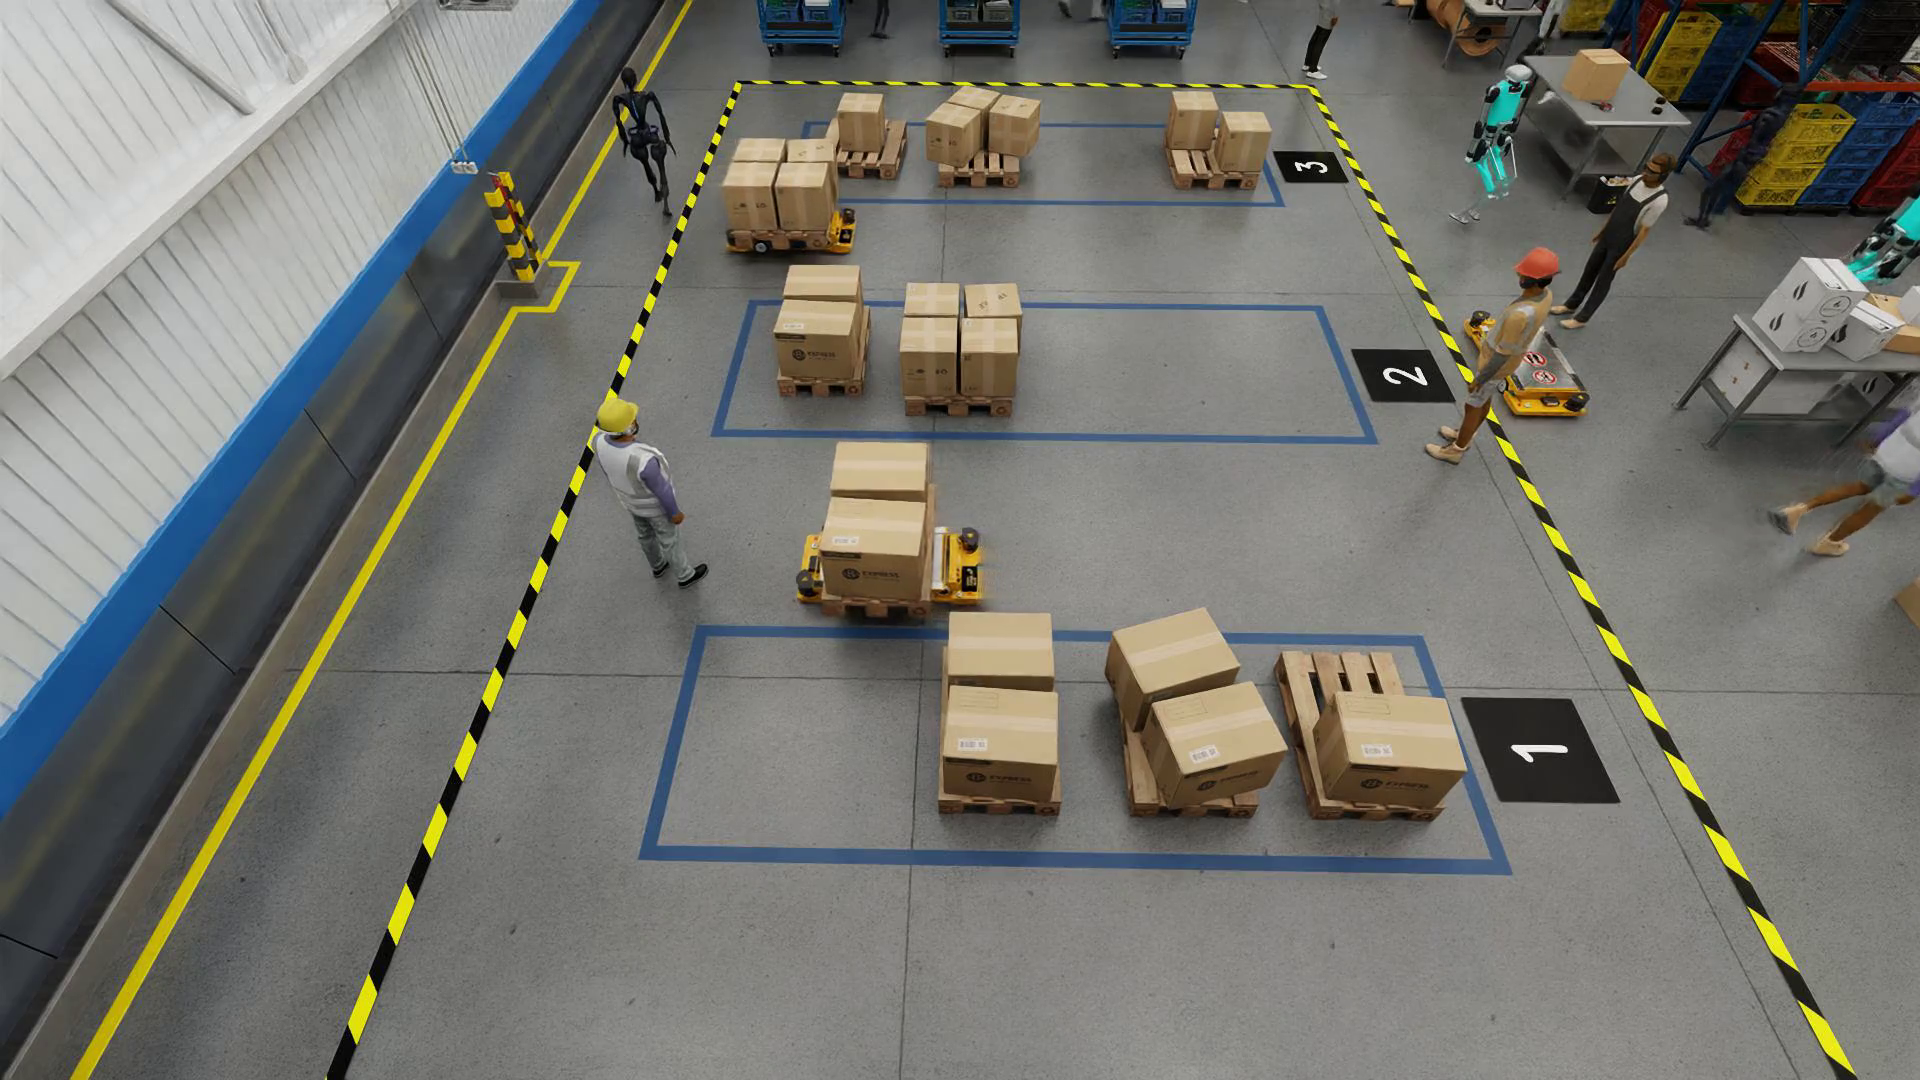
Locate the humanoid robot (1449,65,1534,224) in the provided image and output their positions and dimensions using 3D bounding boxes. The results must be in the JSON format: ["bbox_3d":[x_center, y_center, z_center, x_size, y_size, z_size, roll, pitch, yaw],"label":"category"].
[{"bbox_3d":[6.013,-4.304,10.202,0.533,1.672,0.735,-12,50,-10],"label":"humanoid robot"}]

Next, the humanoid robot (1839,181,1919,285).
[{"bbox_3d":[8.761,-2.734,8.946,0.957,1.765,0.547,-2,49,-2],"label":"humanoid robot"}]

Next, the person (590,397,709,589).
[{"bbox_3d":[-2.300,-0.324,6.776,0.589,1.837,0.404,23,53,19],"label":"person"}]

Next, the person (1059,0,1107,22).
[{"bbox_3d":[2.037,-9.164,14.444,0.782,1.810,0.565,-2,49,-2],"label":"person"}]

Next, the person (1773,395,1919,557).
[{"bbox_3d":[7.053,-0.599,6.886,0.625,2.031,0.638,2,49,2],"label":"person"}]

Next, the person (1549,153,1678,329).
[{"bbox_3d":[6.453,-2.917,9.024,0.351,1.841,0.506,-2,49,-2],"label":"person"}]

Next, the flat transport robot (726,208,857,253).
[{"bbox_3d":[-1.950,-3.608,10.638,1.431,0.197,0.652,1,49,1],"label":"flat transport robot"}]

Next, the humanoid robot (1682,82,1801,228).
[{"bbox_3d":[8.829,-4.301,10.320,0.613,1.641,0.329,-31,56,-24],"label":"humanoid robot"}]

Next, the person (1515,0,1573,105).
[{"bbox_3d":[8.011,-6.883,12.453,0.806,1.833,0.528,32,56,25],"label":"person"}]

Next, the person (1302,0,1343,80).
[{"bbox_3d":[5.318,-7.593,13.058,0.392,1.850,0.598,1,49,1],"label":"person"}]

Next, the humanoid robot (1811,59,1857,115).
[{"bbox_3d":[10.910,-5.390,11.283,0.844,1.862,0.549,20,52,17],"label":"humanoid robot"}]

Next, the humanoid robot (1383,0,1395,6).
[{"bbox_3d":[7.545,-9.547,14.890,0.774,1.622,0.613,-1,49,-1],"label":"humanoid robot"}]

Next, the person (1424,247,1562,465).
[{"bbox_3d":[4.447,-1.492,7.660,0.400,2.031,0.609,37,58,27],"label":"person"}]

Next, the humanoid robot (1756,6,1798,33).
[{"bbox_3d":[11.856,-7.743,13.257,1.013,1.732,0.541,12,50,11],"label":"humanoid robot"}]

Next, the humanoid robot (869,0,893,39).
[{"bbox_3d":[-1.229,-8.583,14.038,0.413,1.643,0.584,-5,49,-4],"label":"humanoid robot"}]

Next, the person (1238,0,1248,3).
[{"bbox_3d":[4.901,-9.849,15.081,0.483,1.744,0.302,-23,53,-19],"label":"person"}]

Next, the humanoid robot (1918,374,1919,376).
[{"bbox_3d":[9.134,-2.053,8.328,0.957,1.726,0.534,-4,49,-4],"label":"humanoid robot"}]

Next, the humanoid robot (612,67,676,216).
[{"bbox_3d":[-3.642,-4.597,10.607,0.600,1.641,0.741,-7,50,-6],"label":"humanoid robot"}]

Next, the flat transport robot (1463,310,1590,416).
[{"bbox_3d":[5.573,-1.757,9.054,0.659,0.231,1.431,1,49,1],"label":"flat transport robot"}]

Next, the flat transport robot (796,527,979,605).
[{"bbox_3d":[-0.561,0.191,7.349,1.431,0.197,0.652,1,49,1],"label":"flat transport robot"}]
